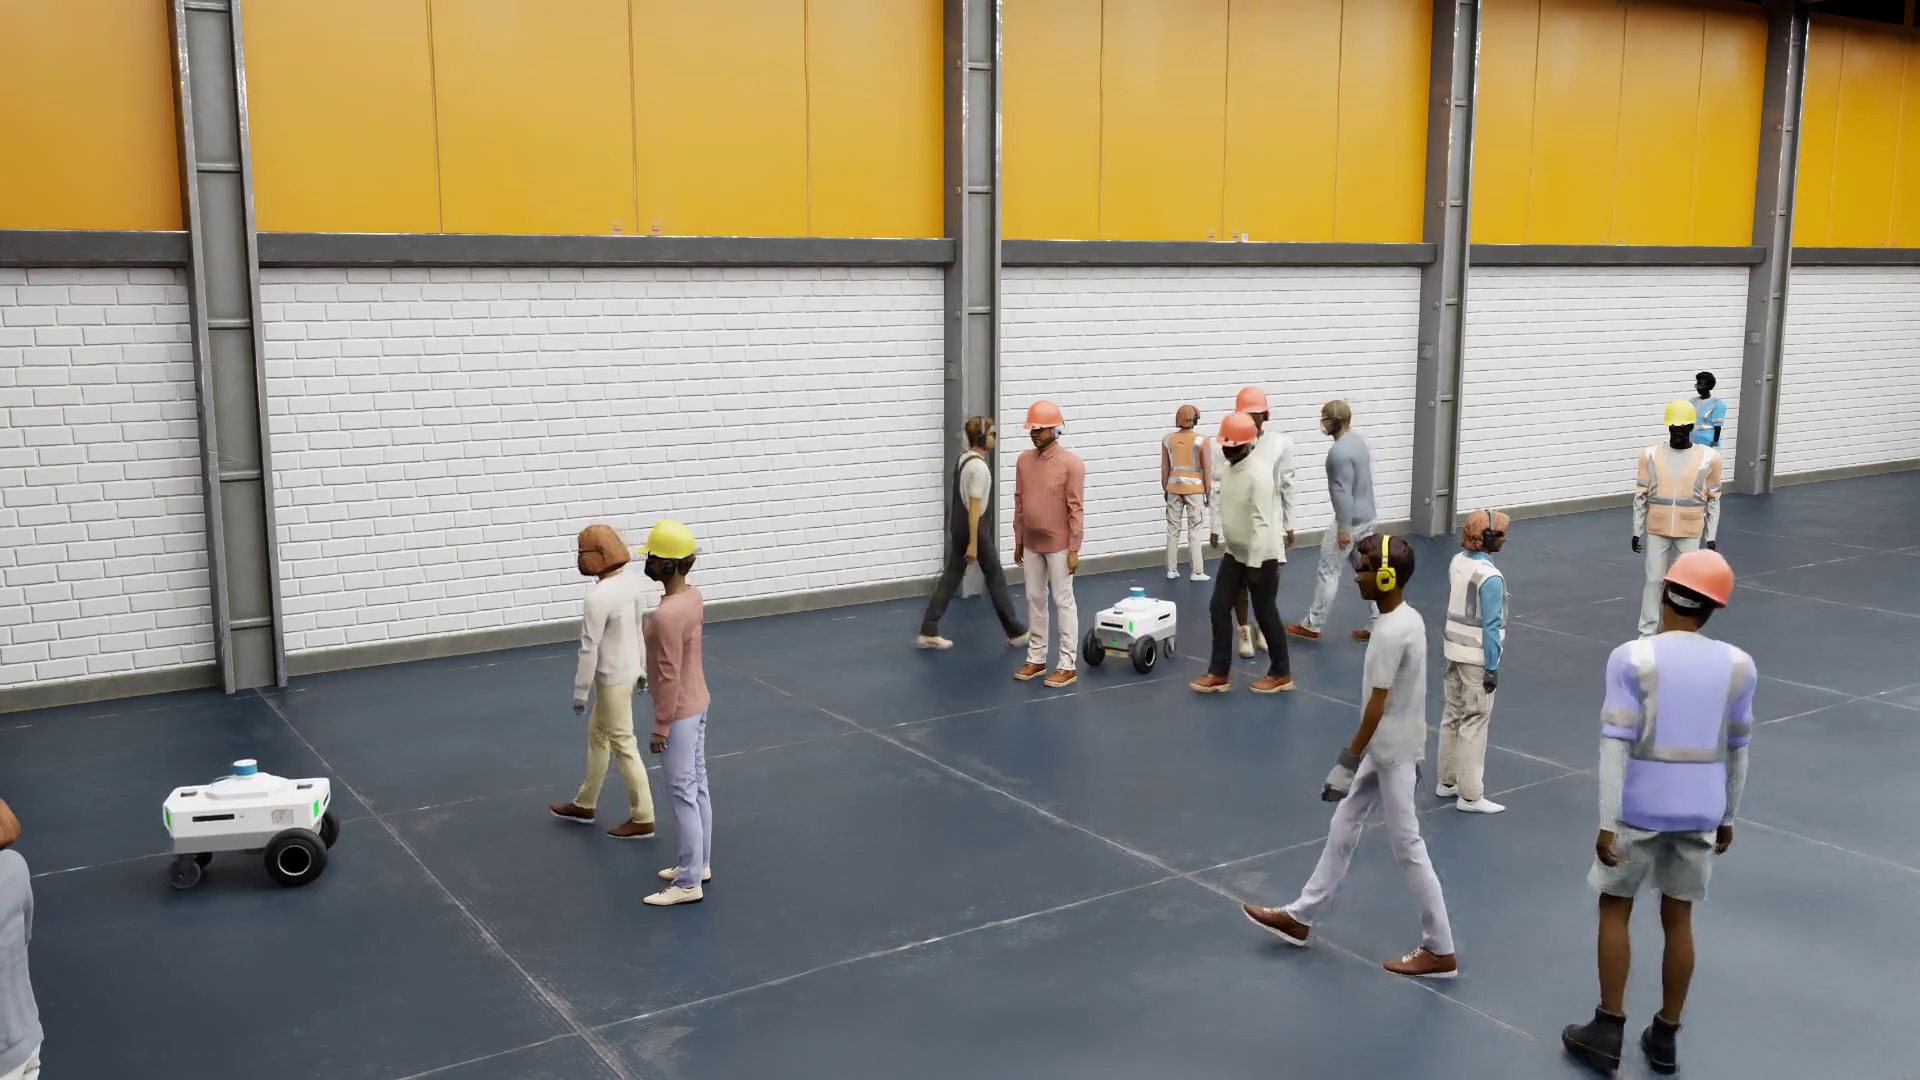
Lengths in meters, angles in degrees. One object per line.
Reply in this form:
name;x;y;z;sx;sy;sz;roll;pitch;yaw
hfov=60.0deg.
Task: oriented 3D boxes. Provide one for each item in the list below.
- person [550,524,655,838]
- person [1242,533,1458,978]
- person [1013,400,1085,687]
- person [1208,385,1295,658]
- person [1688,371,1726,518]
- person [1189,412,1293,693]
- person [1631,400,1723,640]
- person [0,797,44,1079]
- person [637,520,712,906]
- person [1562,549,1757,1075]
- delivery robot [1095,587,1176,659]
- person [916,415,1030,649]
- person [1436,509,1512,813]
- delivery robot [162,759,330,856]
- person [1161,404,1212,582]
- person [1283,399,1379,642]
person;-1.874;0.718;8.472;0.704;1.607;0.532;2;10;10
person;1.641;0.887;6.821;0.919;1.829;0.524;2;10;12
person;0.597;0.020;11.558;0.614;1.987;0.407;9;13;44
person;2.158;-0.131;12.314;0.647;2.031;0.408;1;9;4
person;8.565;-1.102;19.190;0.320;1.691;0.534;-4;10;-22
person;1.912;0.103;11.160;0.859;1.939;0.637;-4;10;-23
person;5.291;-0.078;12.319;0.594;1.925;0.378;5;11;30
person;-2.571;1.387;4.372;0.287;1.635;0.499;-2;10;-10
person;-1.302;0.782;7.611;0.301;1.772;0.525;1;9;3
person;2.584;0.977;6.070;0.575;1.889;0.504;0;9;1
delivery robot;1.286;0.590;12.136;0.477;0.478;0.707;7;12;35
person;0.120;-0.046;12.557;1.005;1.792;0.524;-3;10;-19
person;2.744;0.641;8.883;0.310;1.631;0.507;-1;9;-7
delivery robot;-3.389;1.290;7.920;0.707;0.478;0.477;-2;10;-13
person;2.083;-0.426;15.292;0.512;1.637;0.307;6;11;32
person;2.917;-0.129;12.798;0.826;1.893;0.650;5;11;27
